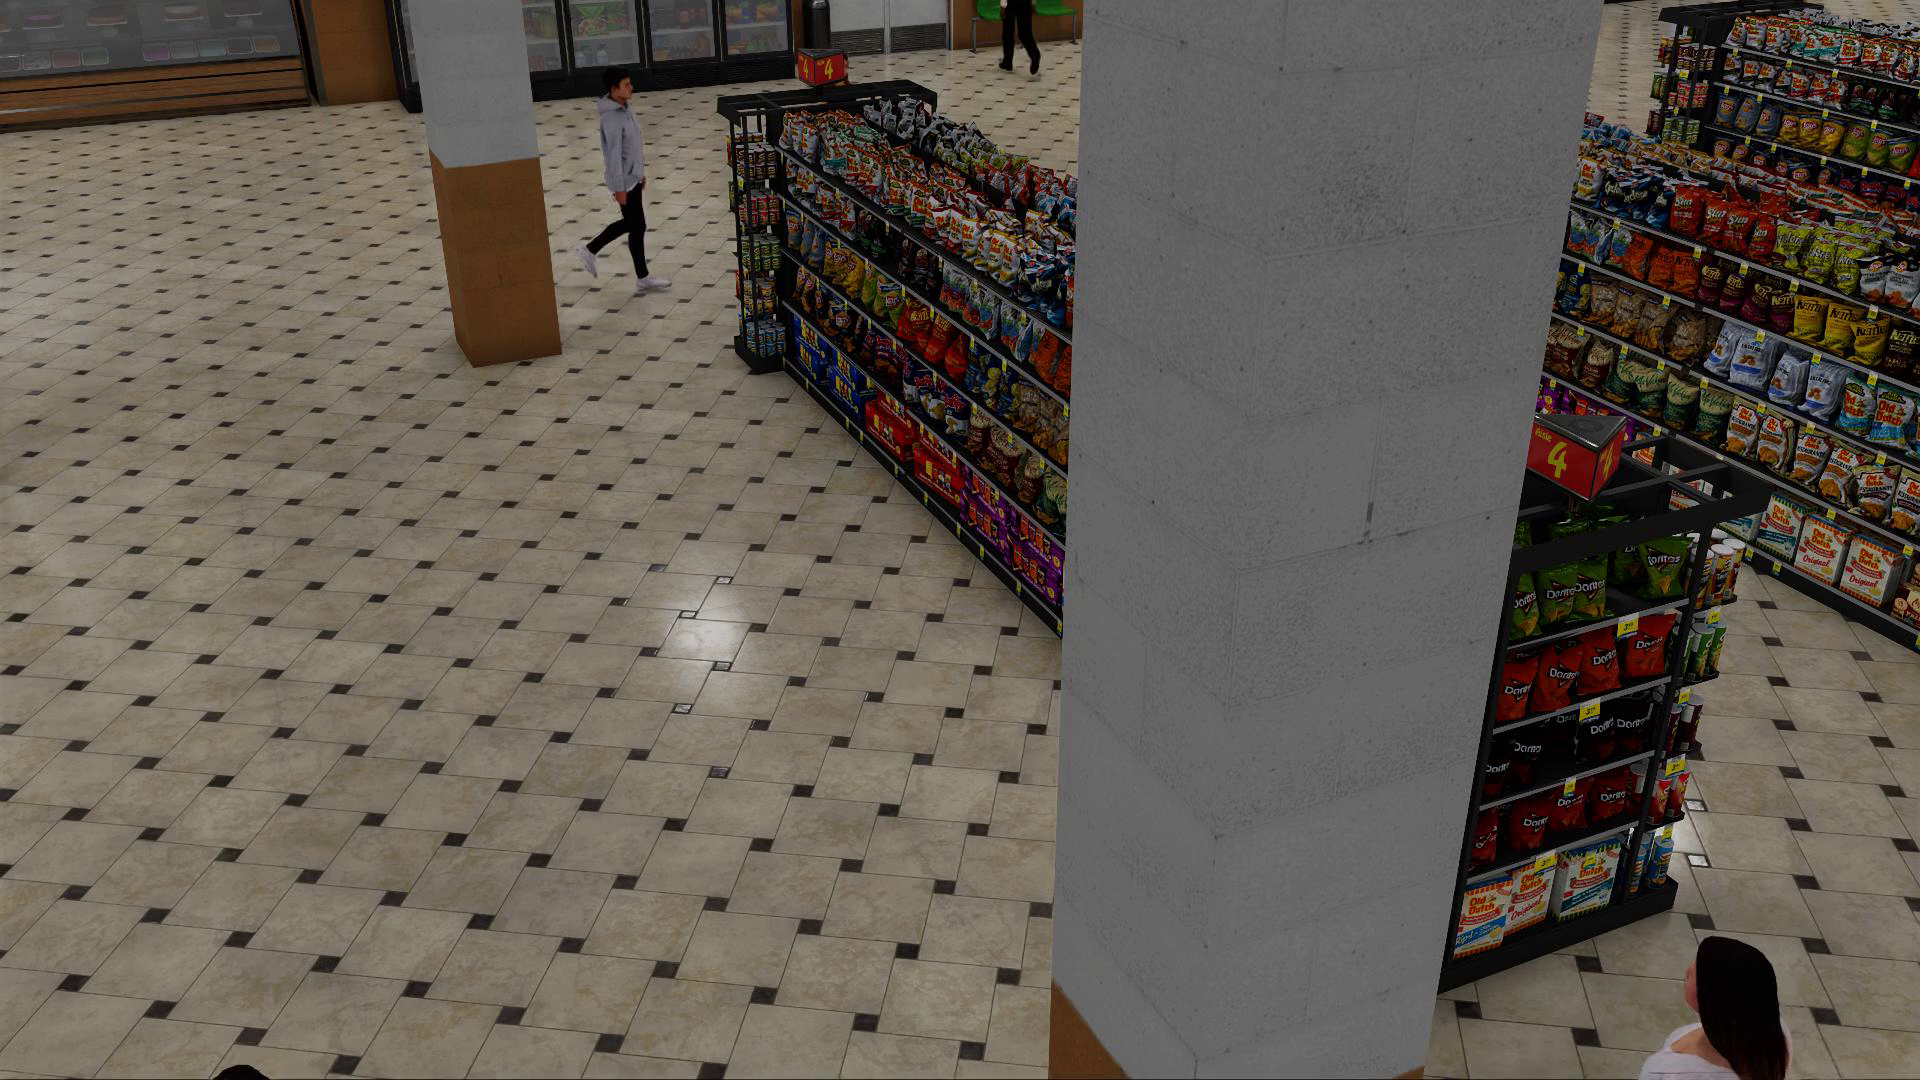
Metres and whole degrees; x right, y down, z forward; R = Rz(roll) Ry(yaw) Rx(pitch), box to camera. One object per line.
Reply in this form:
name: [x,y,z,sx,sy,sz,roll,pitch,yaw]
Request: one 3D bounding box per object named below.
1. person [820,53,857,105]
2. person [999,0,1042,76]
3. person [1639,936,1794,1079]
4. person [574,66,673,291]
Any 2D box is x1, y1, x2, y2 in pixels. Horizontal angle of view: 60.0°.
person: [-1.137,-3.737,15.702,0.604,1.723,0.561,-18,32,-31]
person: [0.822,-7.222,22.391,0.715,1.890,1.152,-11,29,-20]
person: [2.150,1.869,4.710,0.767,1.667,0.849,-19,33,-33]
person: [-2.941,-3.057,14.156,1.041,1.908,1.132,1,27,1]
